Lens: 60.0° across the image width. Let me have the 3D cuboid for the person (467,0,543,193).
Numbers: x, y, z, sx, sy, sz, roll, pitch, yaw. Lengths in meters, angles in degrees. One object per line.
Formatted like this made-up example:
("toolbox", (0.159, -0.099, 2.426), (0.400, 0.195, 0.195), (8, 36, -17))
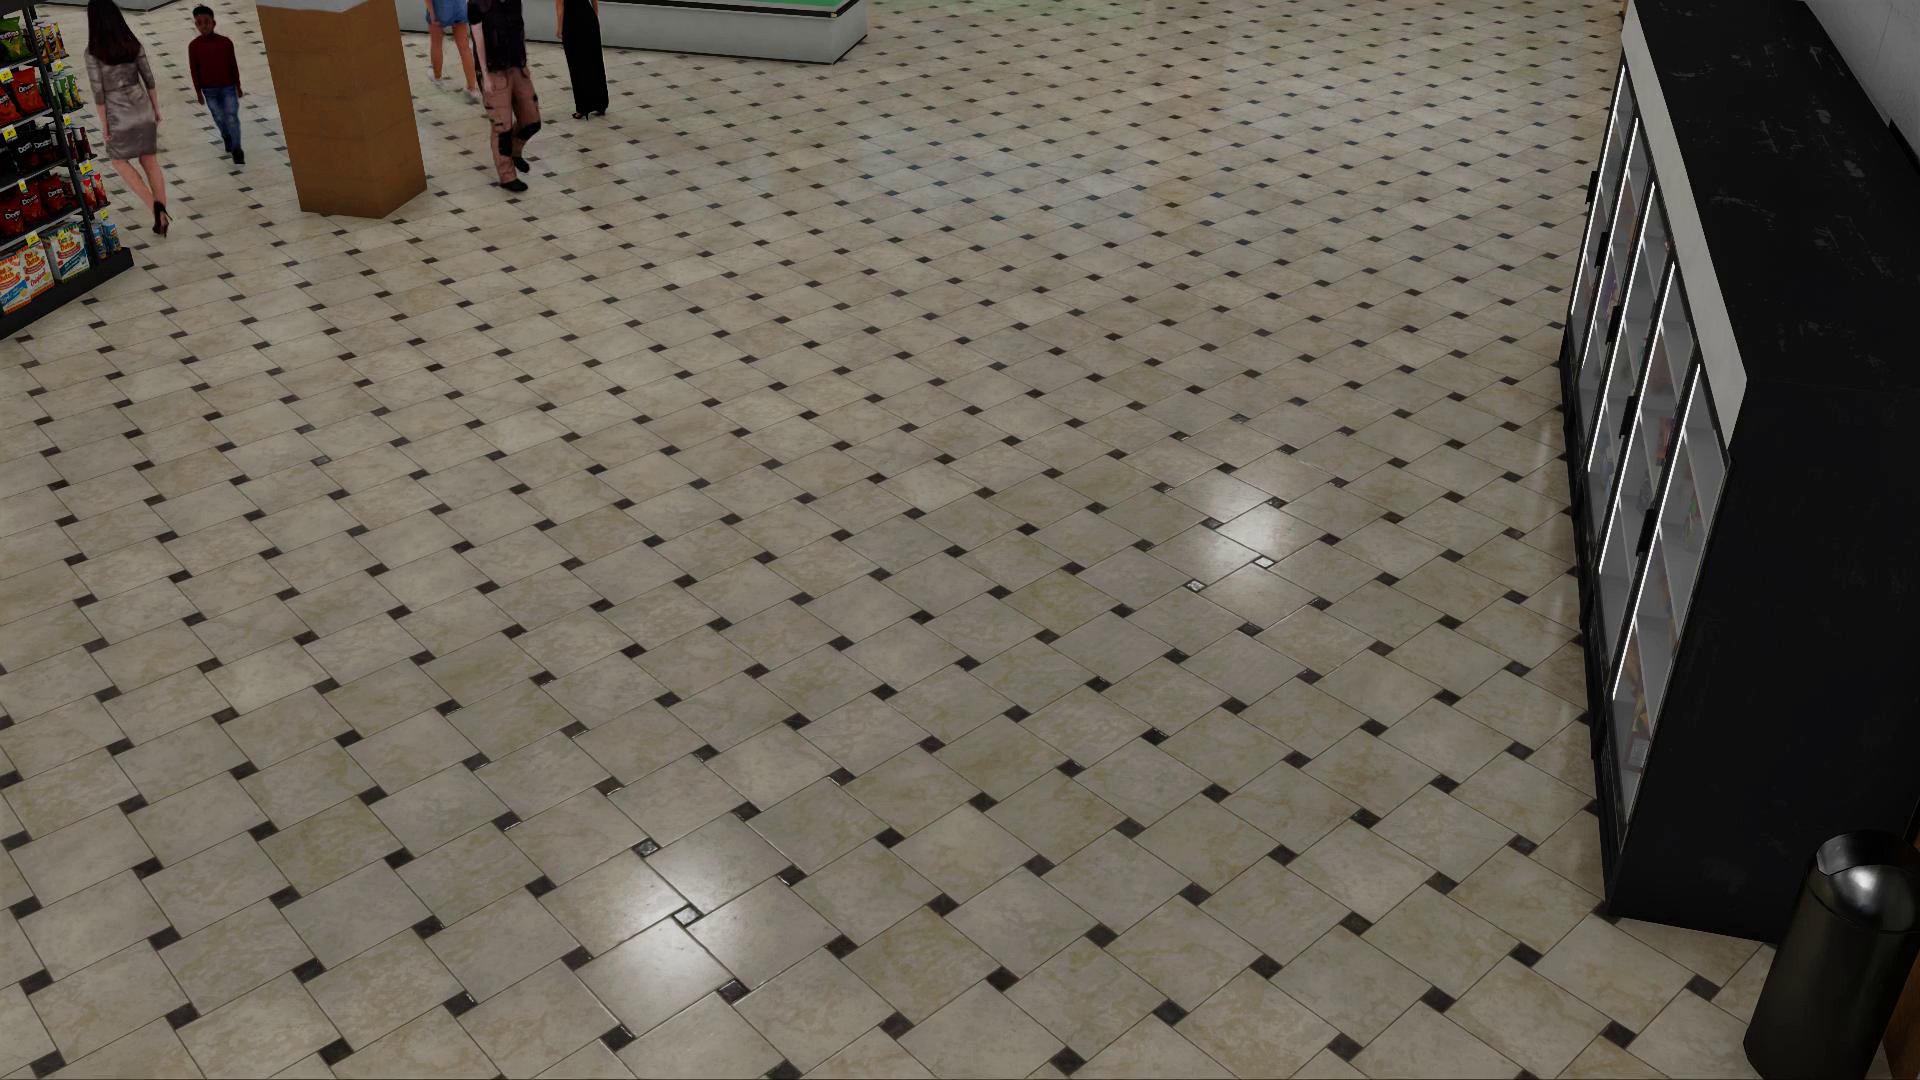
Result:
("person", (-3.607, -3.631, 12.866), (0.857, 1.826, 0.810), (22, 38, 31))

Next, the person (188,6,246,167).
("person", (-6.059, -3.725, 13.573), (0.887, 1.239, 0.862), (-10, 33, -16))

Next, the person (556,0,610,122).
("person", (-3.297, -4.457, 14.405), (0.662, 1.604, 0.676), (-26, 40, -35))

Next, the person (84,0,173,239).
("person", (-5.900, -2.976, 11.901), (0.816, 1.735, 0.758), (25, 40, 34))

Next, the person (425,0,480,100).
("person", (-4.543, -4.745, 14.881), (0.997, 1.588, 1.115), (-22, 38, -31))
